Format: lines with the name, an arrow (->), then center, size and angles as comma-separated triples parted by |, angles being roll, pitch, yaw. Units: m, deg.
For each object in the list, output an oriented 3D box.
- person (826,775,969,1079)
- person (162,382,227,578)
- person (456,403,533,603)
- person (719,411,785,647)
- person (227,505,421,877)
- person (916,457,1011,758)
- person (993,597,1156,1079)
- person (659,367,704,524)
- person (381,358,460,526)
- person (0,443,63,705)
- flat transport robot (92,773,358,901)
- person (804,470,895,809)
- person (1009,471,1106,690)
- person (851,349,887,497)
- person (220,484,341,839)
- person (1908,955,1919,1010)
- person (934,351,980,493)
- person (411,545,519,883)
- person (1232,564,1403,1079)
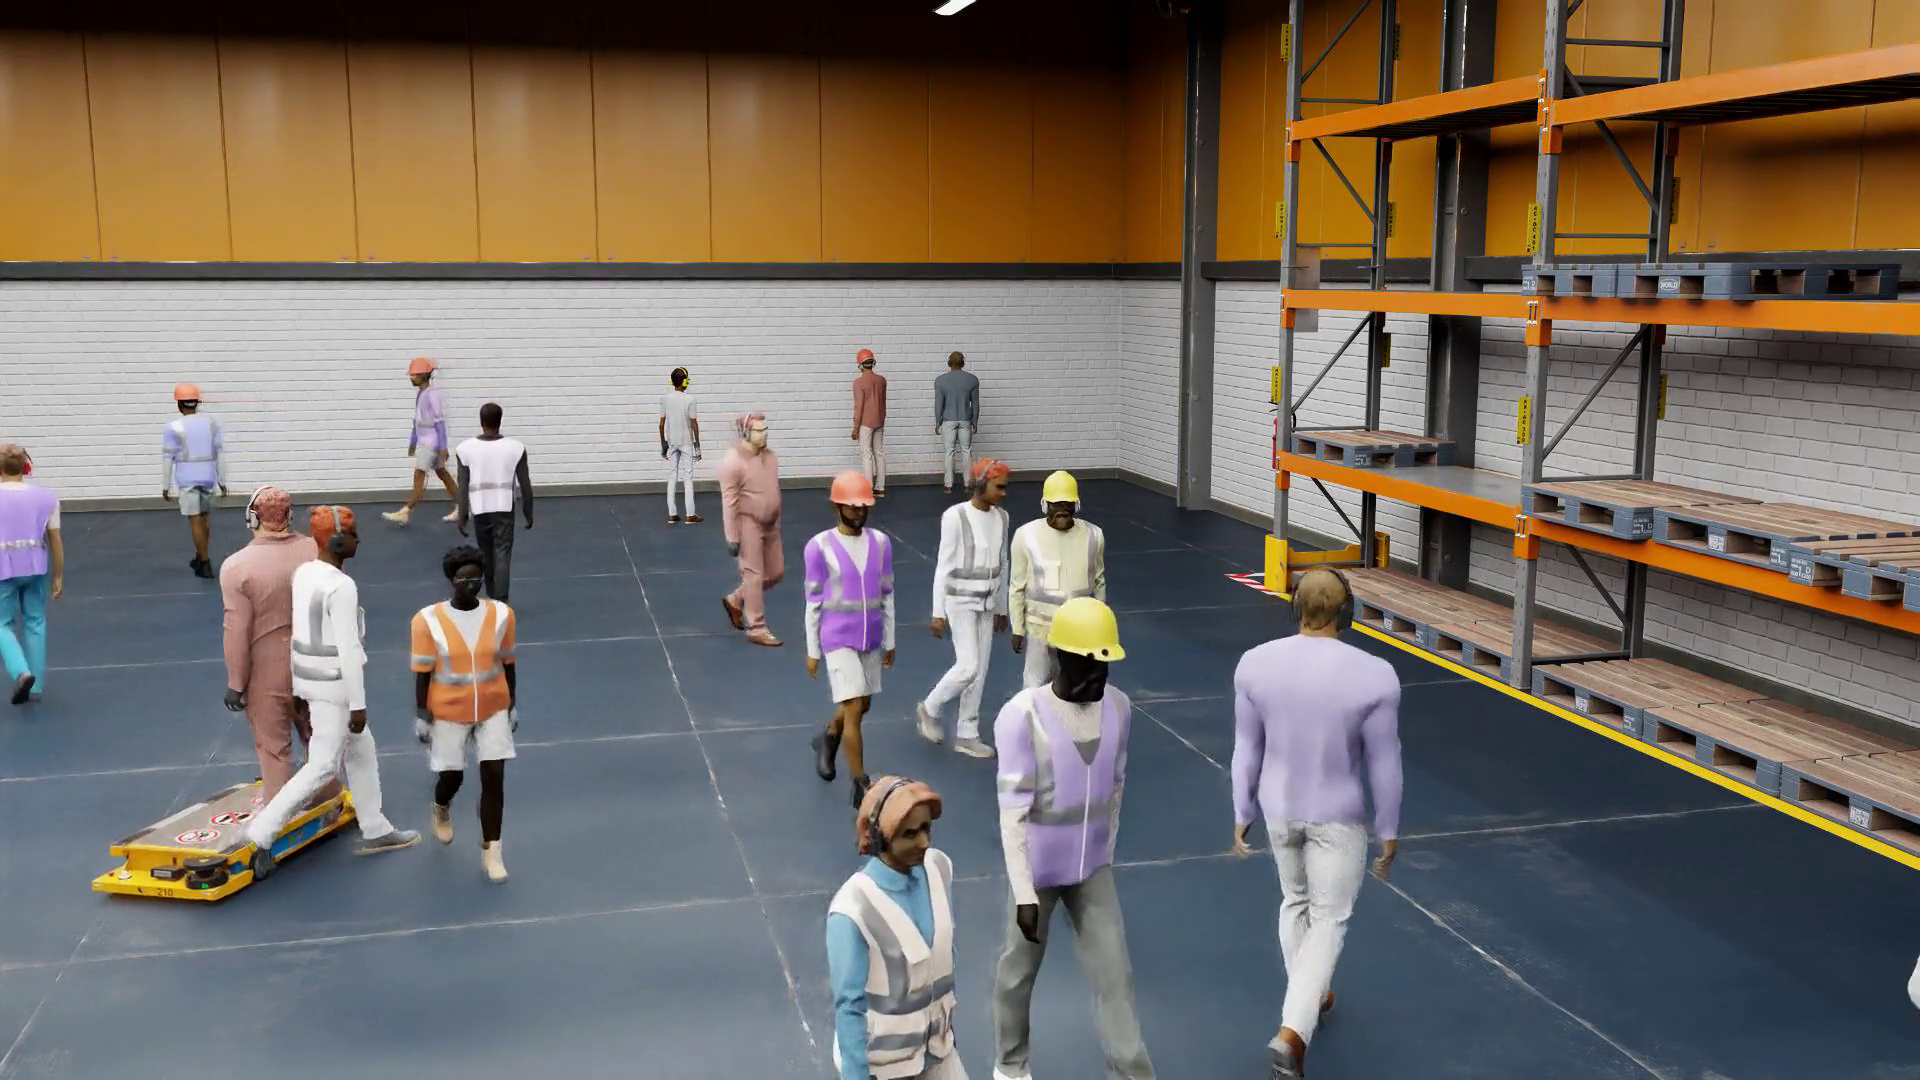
person -> -0.149, 1.443, 4.584 | 0.405, 1.624, 0.550 | 7, 11, 36
person -> -7.618, -0.596, 16.424 | 0.780, 1.913, 0.571 | 8, 12, 39
person -> -4.040, -0.261, 14.496 | 0.616, 1.858, 1.022 | -2, 9, -11
person -> -1.682, -0.098, 13.378 | 0.587, 1.891, 0.663 | 5, 11, 30
person -> -3.209, 0.750, 8.275 | 0.913, 1.853, 0.577 | -7, 12, -38
person -> 0.053, 0.415, 10.272 | 0.469, 1.866, 0.629 | 8, 12, 41
person -> 0.412, 1.139, 5.707 | 0.613, 1.887, 0.929 | -6, 11, -32
person -> -3.338, -1.127, 19.892 | 0.539, 1.869, 0.313 | 3, 10, 18
person -> -6.366, -1.165, 19.766 | 1.064, 1.980, 0.633 | -5, 10, -29
person -> -6.467, 0.252, 11.428 | 0.584, 1.825, 0.537 | -8, 12, -40
flat transport robot -> -3.673, 1.490, 8.528 | 0.652, 0.197, 1.431 | 2, 9, 11
person -> -0.644, 0.537, 9.393 | 0.550, 1.913, 0.866 | -6, 11, -34
person -> 0.589, 0.494, 9.888 | 0.601, 1.830, 0.404 | -2, 9, -12
person -> -1.217, -1.532, 22.040 | 0.392, 1.989, 0.610 | 7, 12, 38
person -> -3.513, 0.664, 8.596 | 0.400, 1.910, 0.643 | 7, 11, 36
person -> 3.519, 1.276, 5.665 | 0.515, 1.616, 0.419 | -4, 10, -24
person -> -0.045, -1.597, 22.606 | 0.632, 1.939, 0.368 | -2, 9, -13
person -> -2.459, 0.826, 8.268 | 0.533, 1.672, 0.648 | -5, 11, -30
person -> 1.308, 1.046, 6.233 | 0.640, 1.912, 0.921 | 5, 10, 29
